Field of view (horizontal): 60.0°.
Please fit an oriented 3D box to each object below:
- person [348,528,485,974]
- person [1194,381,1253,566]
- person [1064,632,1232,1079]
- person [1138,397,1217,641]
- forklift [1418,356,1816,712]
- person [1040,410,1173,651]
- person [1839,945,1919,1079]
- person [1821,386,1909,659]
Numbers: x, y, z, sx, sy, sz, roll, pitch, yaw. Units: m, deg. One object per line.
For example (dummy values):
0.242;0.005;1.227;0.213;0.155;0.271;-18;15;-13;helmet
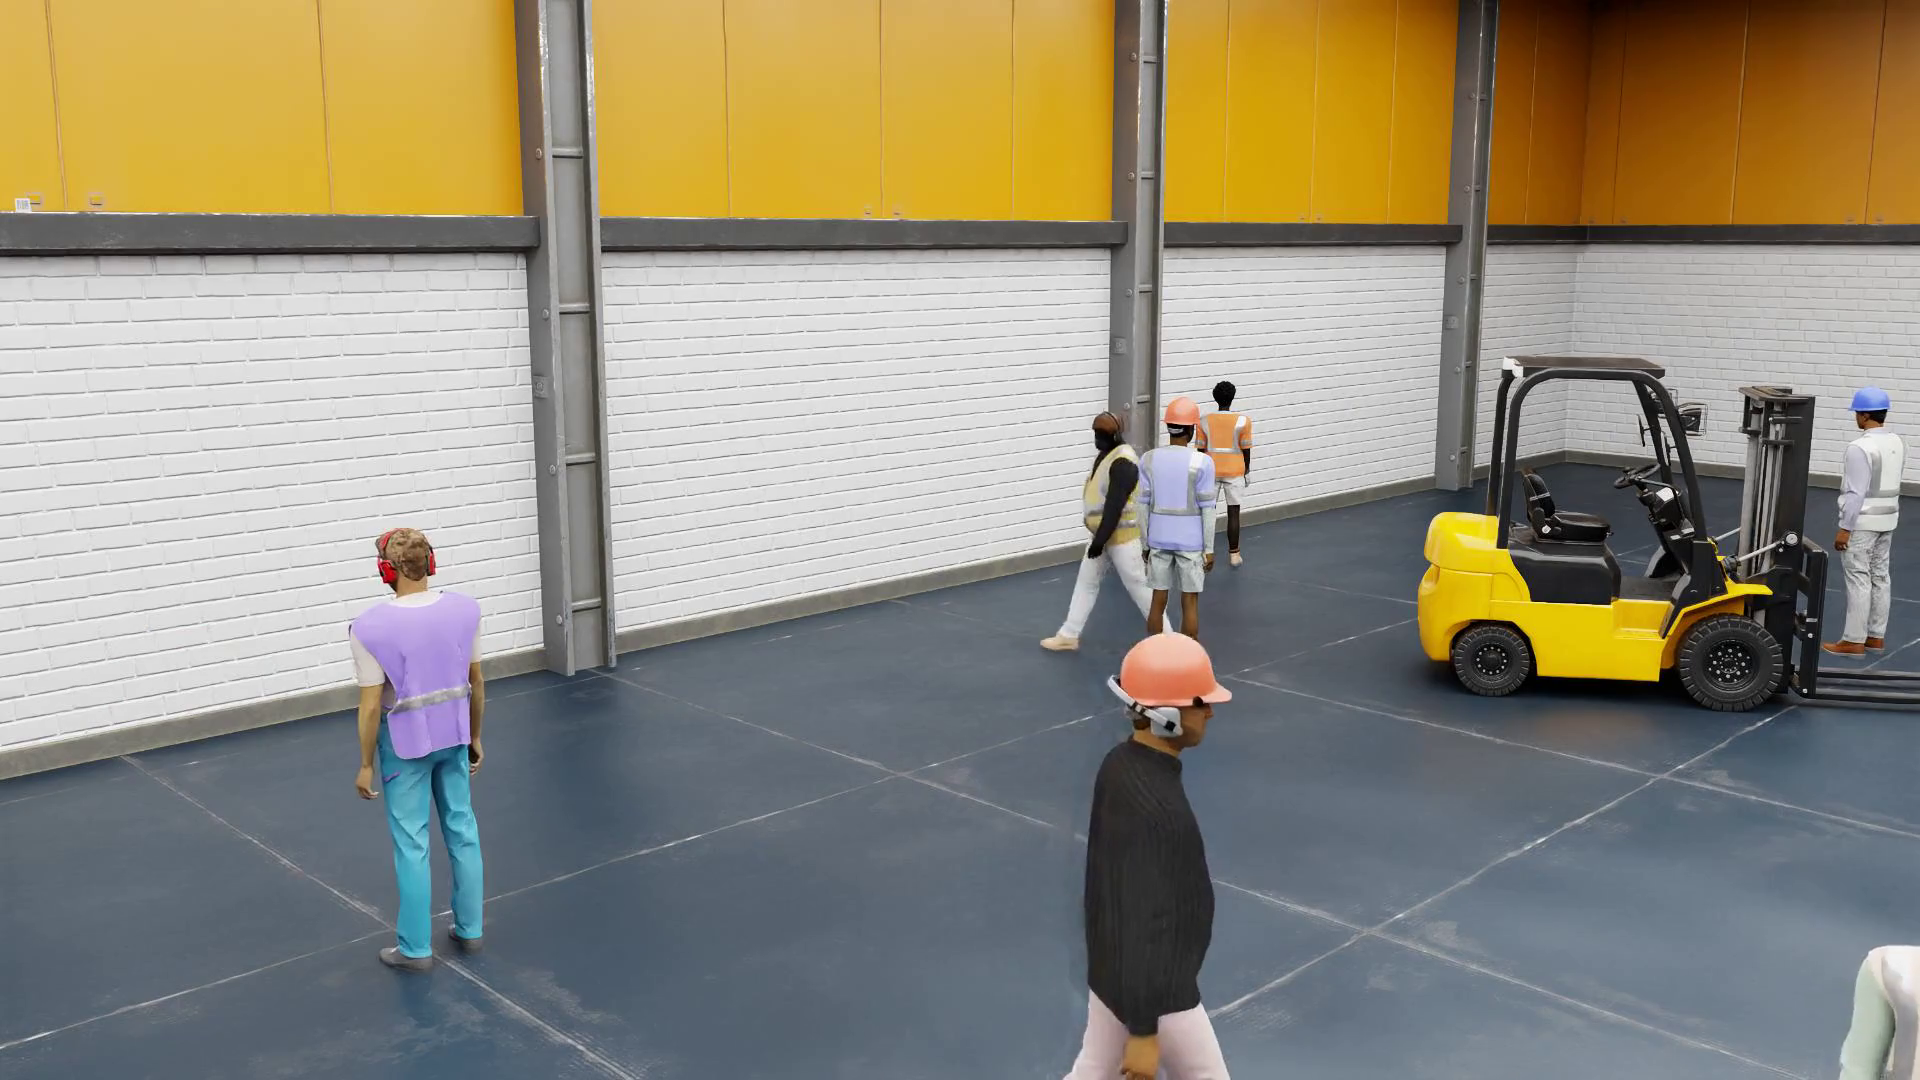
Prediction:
-2.192;0.860;6.805;0.385;1.839;0.565;9;14;42;person
2.402;-0.604;15.197;0.531;1.694;0.320;4;11;20;person
0.498;1.201;4.661;1.003;1.951;0.626;-1;10;-6;person
1.466;0.007;11.188;0.546;1.938;0.360;5;12;27;person
4.276;-0.101;11.076;2.313;2.155;1.214;2;11;13;forklift
1.121;-0.044;11.923;0.956;1.786;0.625;-2;11;-11;person
2.358;1.516;3.939;0.536;1.576;0.820;8;13;36;person
6.464;-0.124;11.883;0.615;1.942;0.408;-7;12;-32;person
